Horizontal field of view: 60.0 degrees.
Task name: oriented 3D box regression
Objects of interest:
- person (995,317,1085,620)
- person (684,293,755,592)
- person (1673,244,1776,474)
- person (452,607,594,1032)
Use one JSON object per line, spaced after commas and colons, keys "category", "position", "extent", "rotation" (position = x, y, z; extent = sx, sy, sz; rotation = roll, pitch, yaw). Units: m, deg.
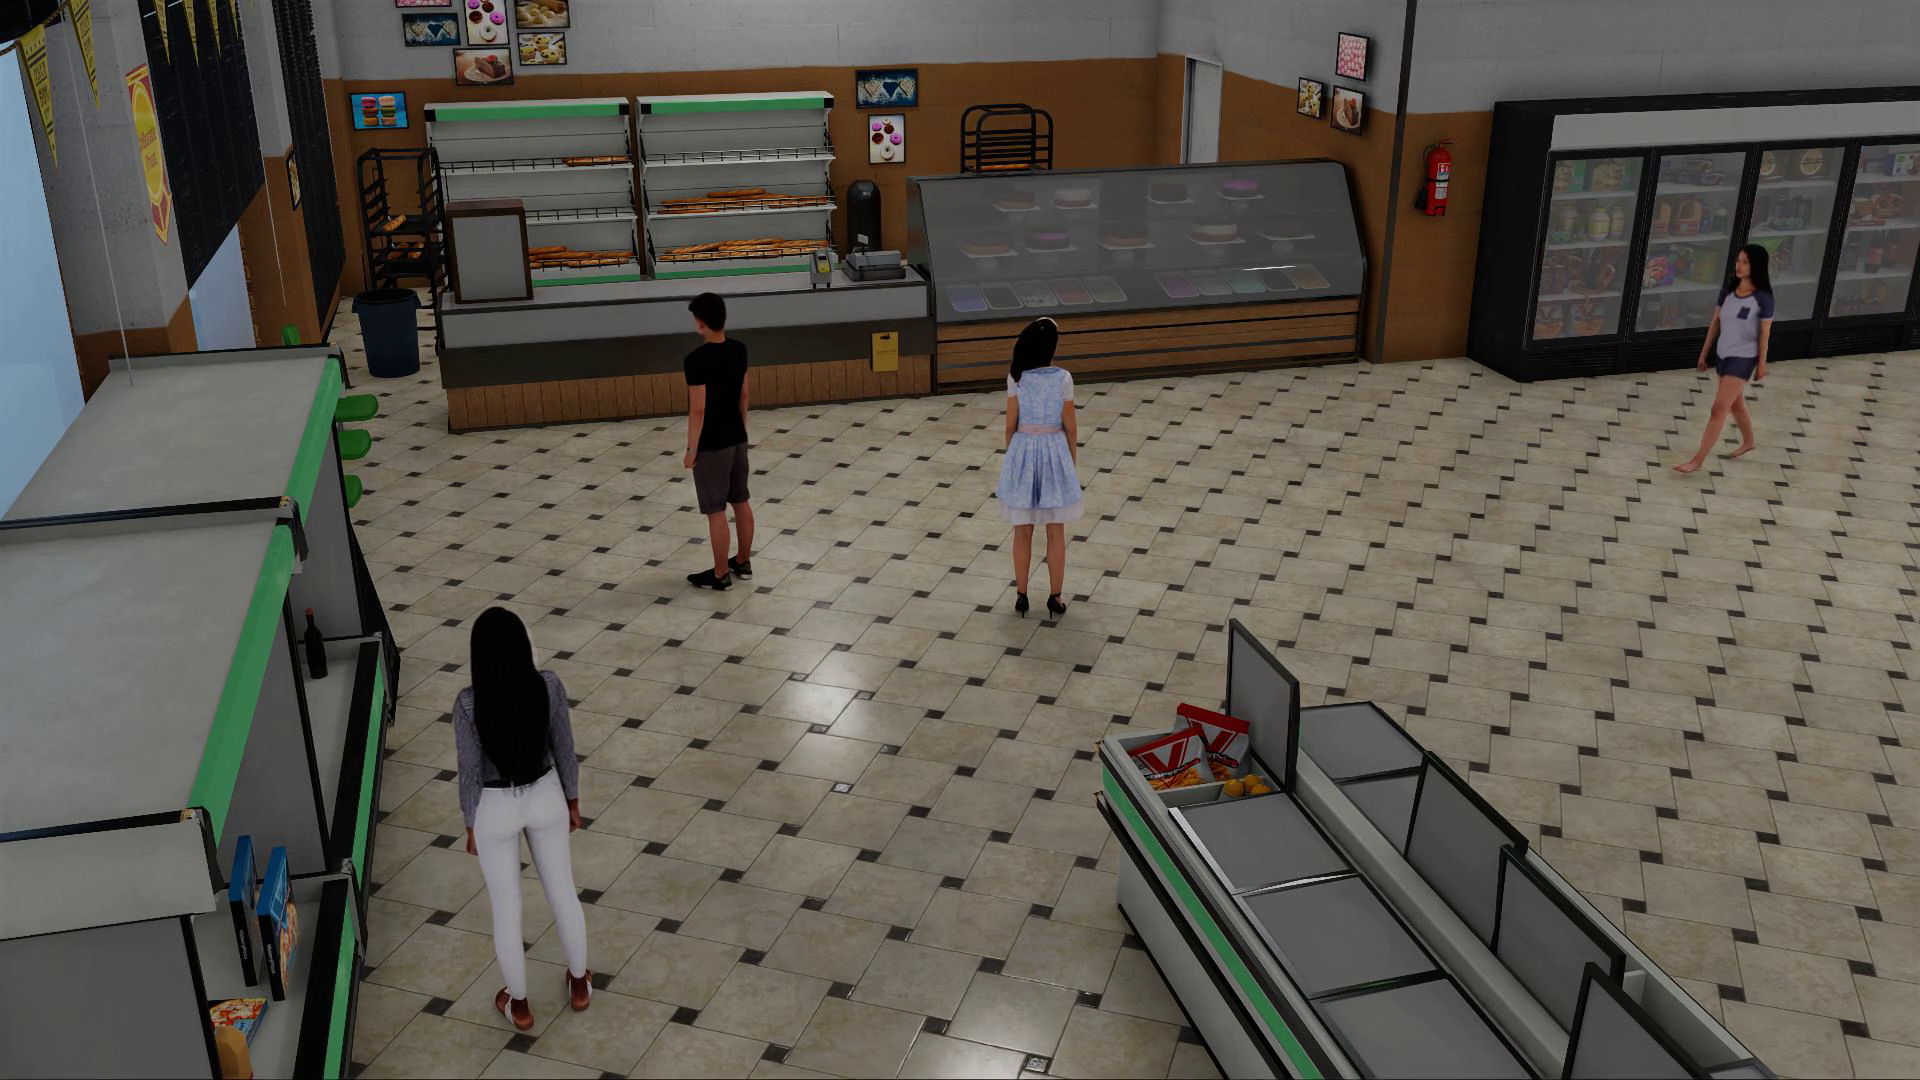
{"category": "person", "position": [0.467, -0.407, 9.744], "extent": [0.831, 1.816, 0.872], "rotation": [4, 22, 11]}
{"category": "person", "position": [-1.467, -0.600, 10.168], "extent": [0.807, 1.858, 0.765], "rotation": [14, 26, 32]}
{"category": "person", "position": [5.761, -1.318, 12.225], "extent": [0.806, 1.657, 1.107], "rotation": [-10, 24, -22]}
{"category": "person", "position": [-1.656, 1.041, 6.264], "extent": [0.644, 1.724, 0.577], "rotation": [-11, 25, -26]}
